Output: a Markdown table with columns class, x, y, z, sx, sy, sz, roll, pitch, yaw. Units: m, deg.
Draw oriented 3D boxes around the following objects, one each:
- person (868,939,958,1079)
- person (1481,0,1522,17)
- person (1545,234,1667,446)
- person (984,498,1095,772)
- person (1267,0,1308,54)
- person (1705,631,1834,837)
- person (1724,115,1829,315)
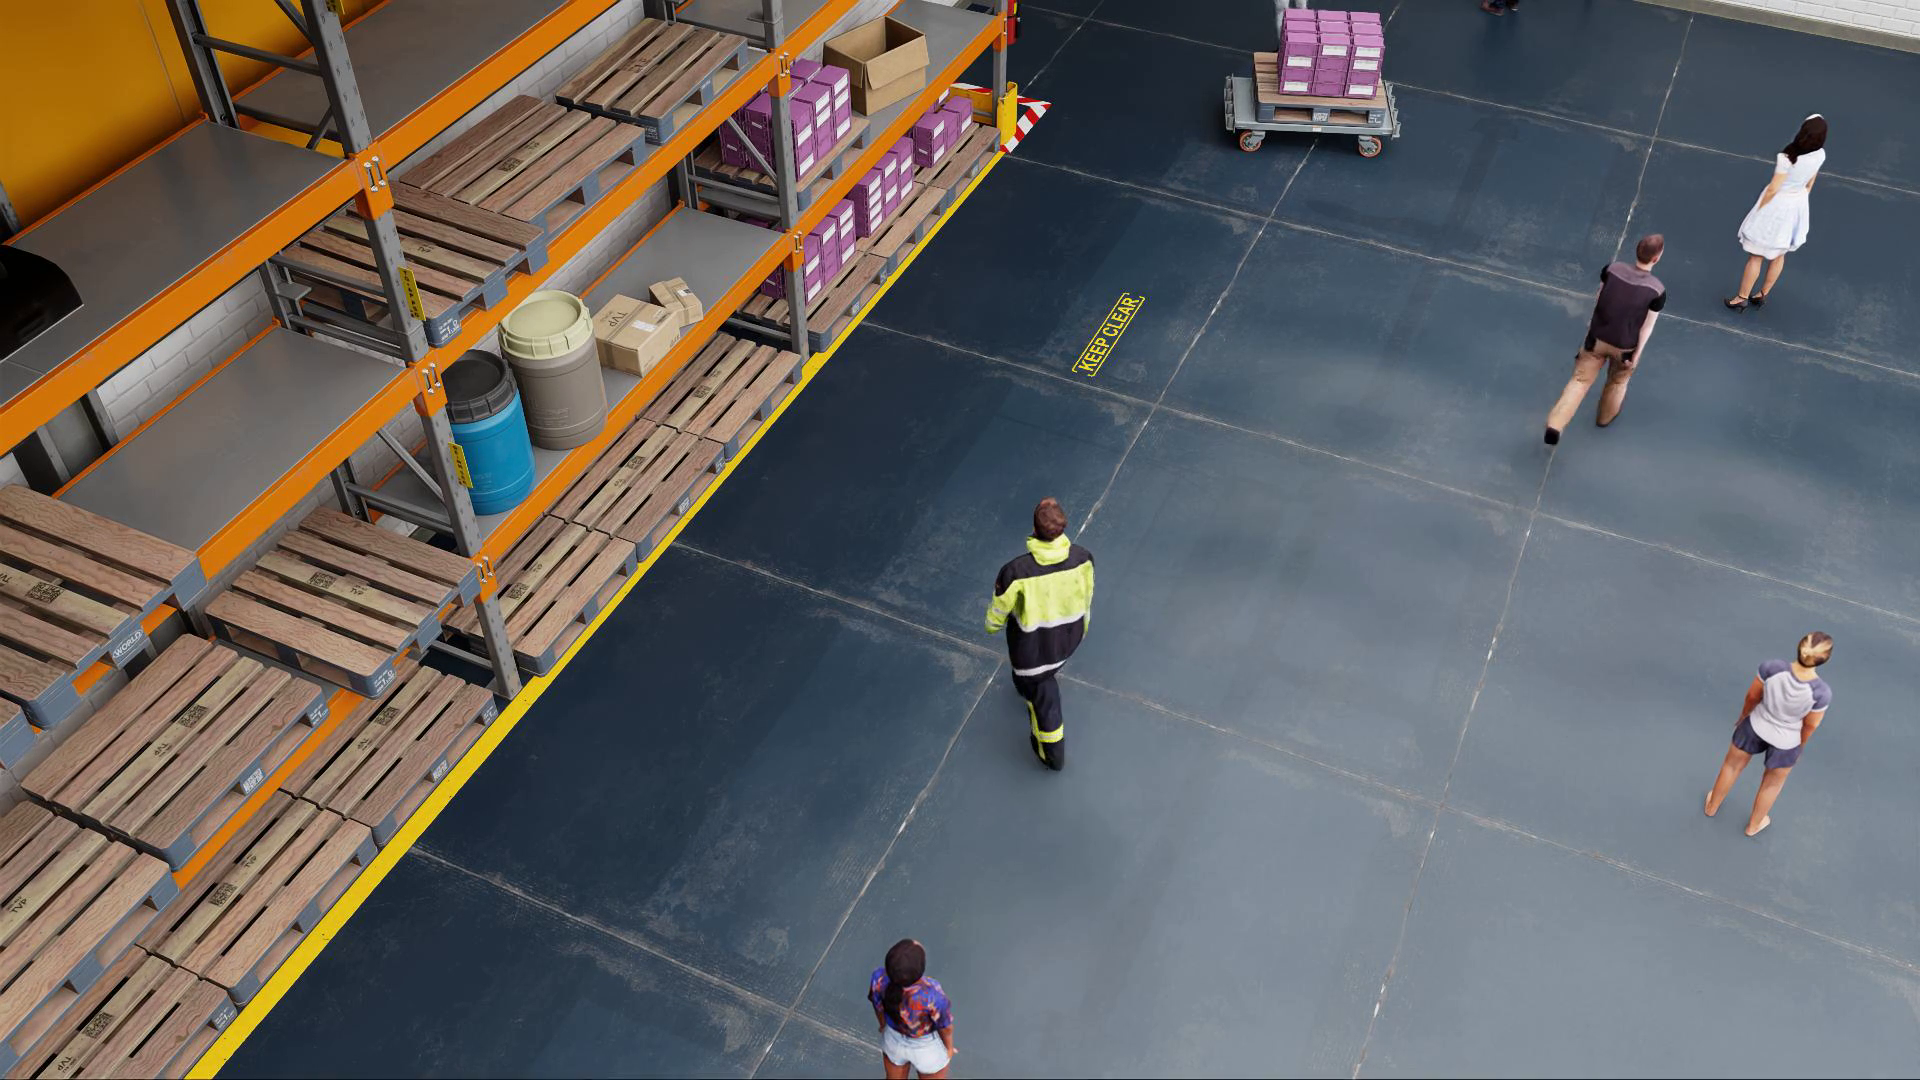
| class | x | y | z | sx | sy | sz | roll | pitch | yaw |
| --- | --- | --- | --- | --- | --- | --- | --- | --- | --- |
| person | -0.234 | 2.517 | 8.303 | 0.582 | 1.741 | 0.504 | 17 | 46 | 17 |
| person | 5.964 | -6.527 | 17.720 | 0.837 | 1.845 | 0.932 | -20 | 47 | -20 |
| person | 4.836 | -1.464 | 12.431 | 0.883 | 1.809 | 1.219 | 32 | 52 | 29 |
| person | 0.535 | 0.630 | 10.143 | 1.268 | 1.934 | 1.294 | -18 | 46 | -18 |
| person | 3.426 | -5.714 | 16.904 | 0.774 | 1.793 | 0.911 | -13 | 45 | -13 |
| person | 4.806 | 1.138 | 9.834 | 0.640 | 1.624 | 0.606 | 30 | 51 | 28 |
| person | 6.747 | -2.667 | 13.688 | 0.854 | 1.818 | 0.905 | -8 | 44 | -8 |
